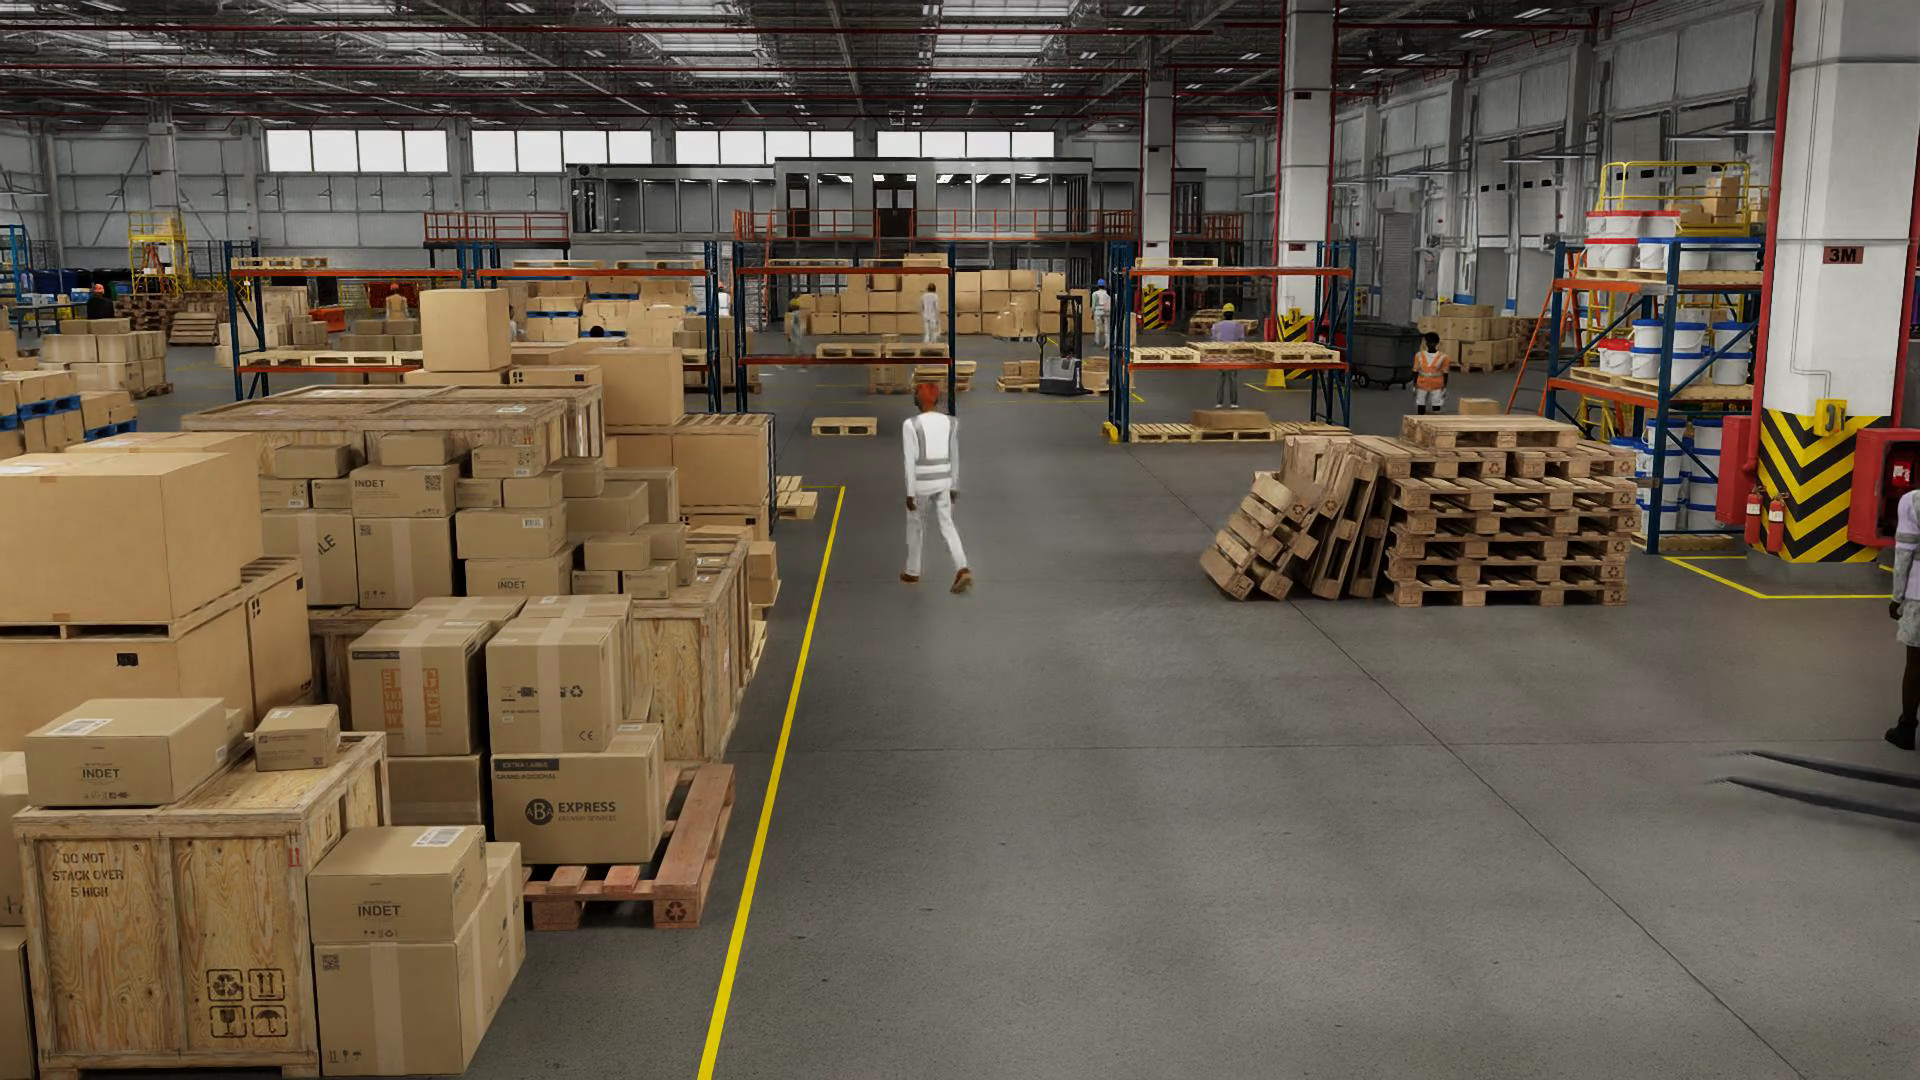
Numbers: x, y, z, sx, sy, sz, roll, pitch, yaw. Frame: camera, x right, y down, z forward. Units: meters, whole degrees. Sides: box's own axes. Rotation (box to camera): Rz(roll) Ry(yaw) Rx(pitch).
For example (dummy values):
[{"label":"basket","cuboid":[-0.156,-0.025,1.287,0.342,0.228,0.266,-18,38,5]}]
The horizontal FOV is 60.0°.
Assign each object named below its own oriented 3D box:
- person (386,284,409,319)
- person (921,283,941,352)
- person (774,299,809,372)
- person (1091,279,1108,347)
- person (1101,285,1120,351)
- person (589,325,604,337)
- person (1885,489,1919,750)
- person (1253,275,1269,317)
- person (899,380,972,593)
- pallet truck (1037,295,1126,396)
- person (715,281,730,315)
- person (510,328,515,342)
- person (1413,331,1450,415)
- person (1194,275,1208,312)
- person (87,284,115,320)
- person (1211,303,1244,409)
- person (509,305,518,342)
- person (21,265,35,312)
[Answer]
[{"label":"person","cuboid":[-15.333,-6.027,45.371,0.582,1.869,1.040,-3,11,-17]},{"label":"person","cuboid":[-0.748,-5.982,44.980,0.633,1.915,0.676,6,12,32]},{"label":"person","cuboid":[-3.928,-4.769,38.813,0.873,1.693,0.508,1,10,6]},{"label":"person","cuboid":[4.089,-6.564,48.136,0.607,1.951,0.381,-3,11,-15]},{"label":"person","cuboid":[4.191,-6.160,46.202,0.430,1.841,0.624,-7,12,-34]},{"label":"person","cuboid":[-4.900,-1.941,22.516,0.593,1.909,0.409,0,10,-1]},{"label":"person","cuboid":[5.829,0.305,9.901,0.545,1.940,0.352,3,11,15]},{"label":"person","cuboid":[11.974,-9.773,66.142,0.593,1.913,0.522,1,10,4]},{"label":"person","cuboid":[-0.205,-0.461,14.456,0.587,1.852,0.924,-7,12,-33]},{"label":"pallet truck","cuboid":[2.483,-3.881,33.060,1.885,1.965,0.823,-7,13,-36]},{"label":"person","cuboid":[-6.730,-6.296,46.716,0.560,1.924,0.413,-6,12,-32]},{"label":"person","cuboid":[-7.890,-3.051,28.813,0.329,1.864,0.508,9,13,40]},{"label":"person","cuboid":[7.069,-2.287,25.012,0.540,1.697,0.317,6,12,29]},{"label":"person","cuboid":[10.336,-10.753,71.391,0.617,1.986,0.406,1,10,4]},{"label":"person","cuboid":[-21.326,-5.361,41.310,0.621,1.992,0.397,-6,12,-30]},{"label":"person","cuboid":[4.871,-3.349,30.302,0.594,1.922,0.386,2,10,10]},{"label":"person","cuboid":[-8.644,-3.581,31.829,0.505,1.842,0.348,6,12,30]},{"label":"person","cuboid":[-40.303,-10.889,71.974,0.609,2.044,0.394,3,11,18]}]
